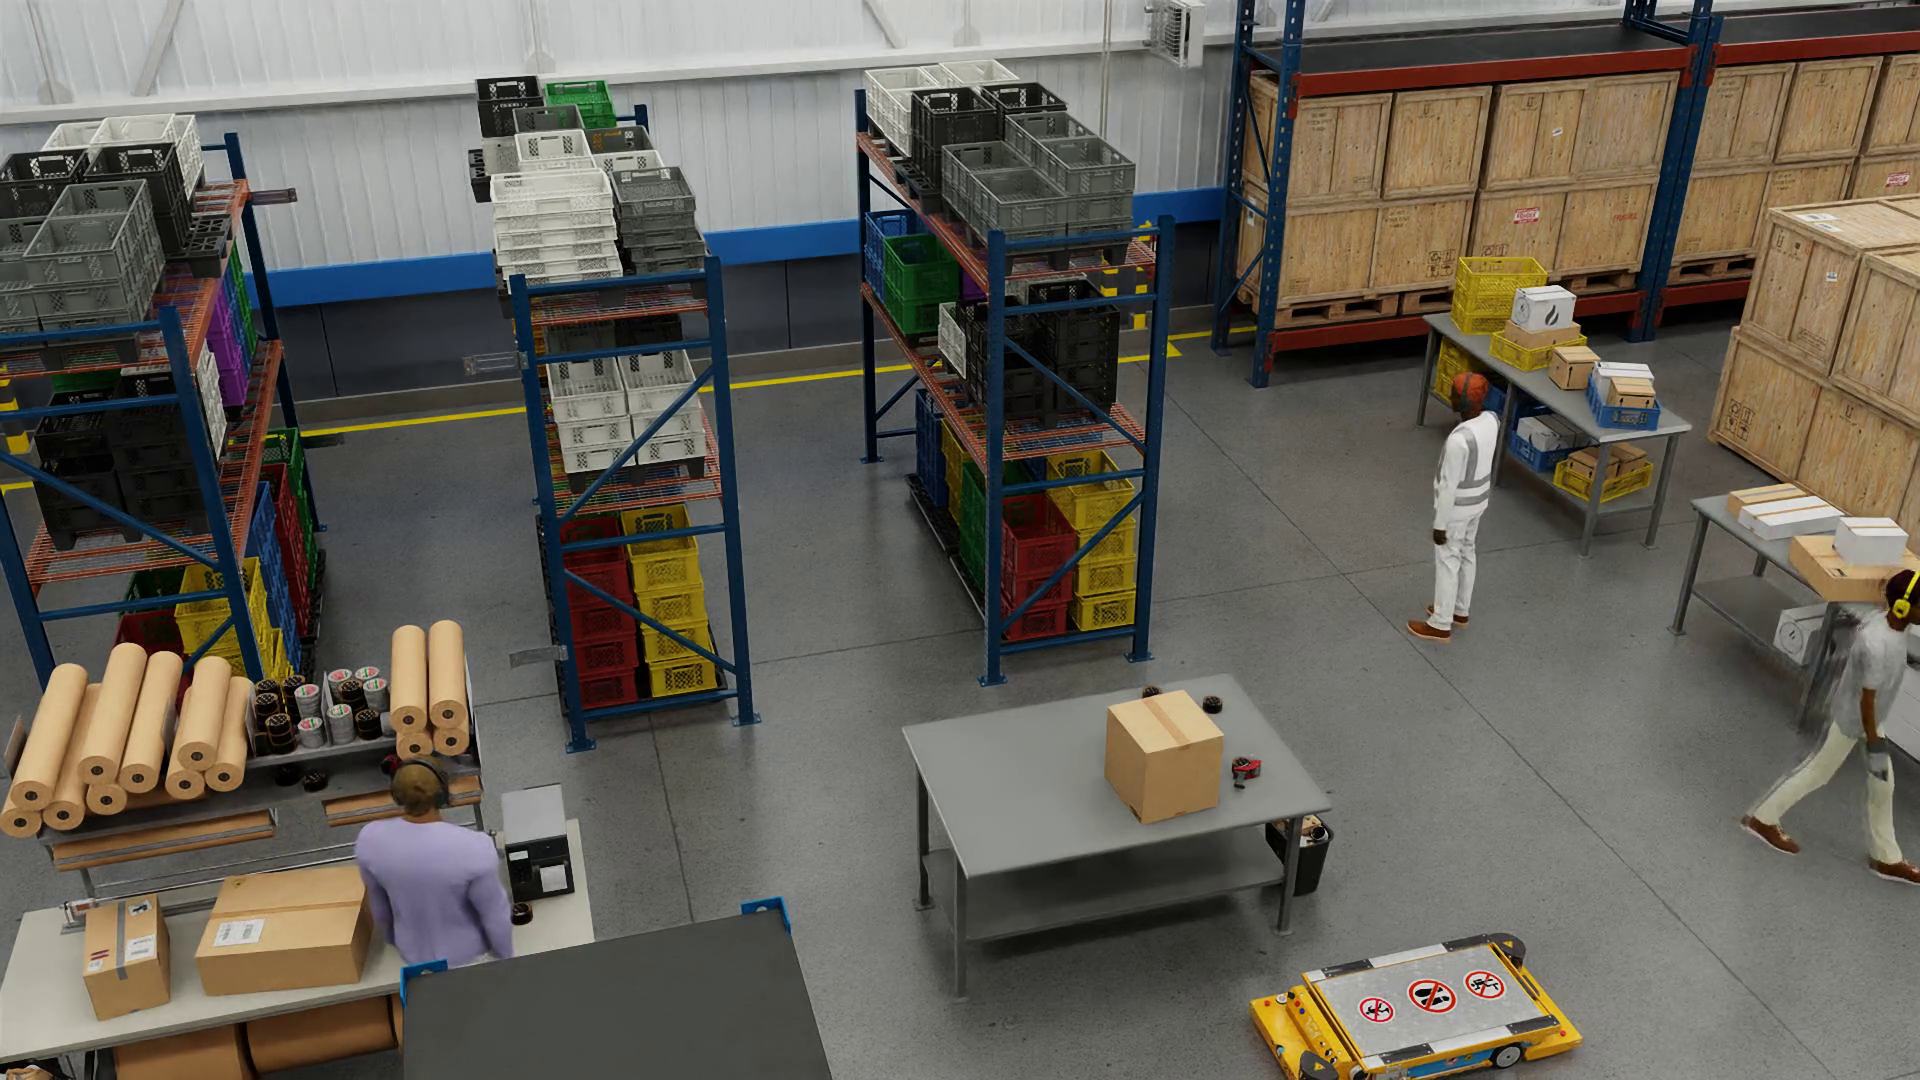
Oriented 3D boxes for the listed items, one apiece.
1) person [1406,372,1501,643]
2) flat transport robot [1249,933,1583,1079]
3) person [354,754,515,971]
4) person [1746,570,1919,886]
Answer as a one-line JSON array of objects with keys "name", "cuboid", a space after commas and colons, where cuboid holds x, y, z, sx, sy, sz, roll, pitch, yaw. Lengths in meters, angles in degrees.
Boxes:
[{"name": "person", "cuboid": [3.251, -0.212, 10.863, 0.338, 1.879, 0.574, 24, 37, 37]}, {"name": "flat transport robot", "cuboid": [2.184, 2.282, 7.980, 1.431, 0.197, 0.652, -8, 30, -14]}, {"name": "person", "cuboid": [-2.229, 1.761, 7.222, 0.632, 1.931, 0.368, 5, 29, 9]}, {"name": "person", "cuboid": [4.792, 0.983, 8.750, 0.523, 1.838, 0.840, -24, 37, -37]}]
